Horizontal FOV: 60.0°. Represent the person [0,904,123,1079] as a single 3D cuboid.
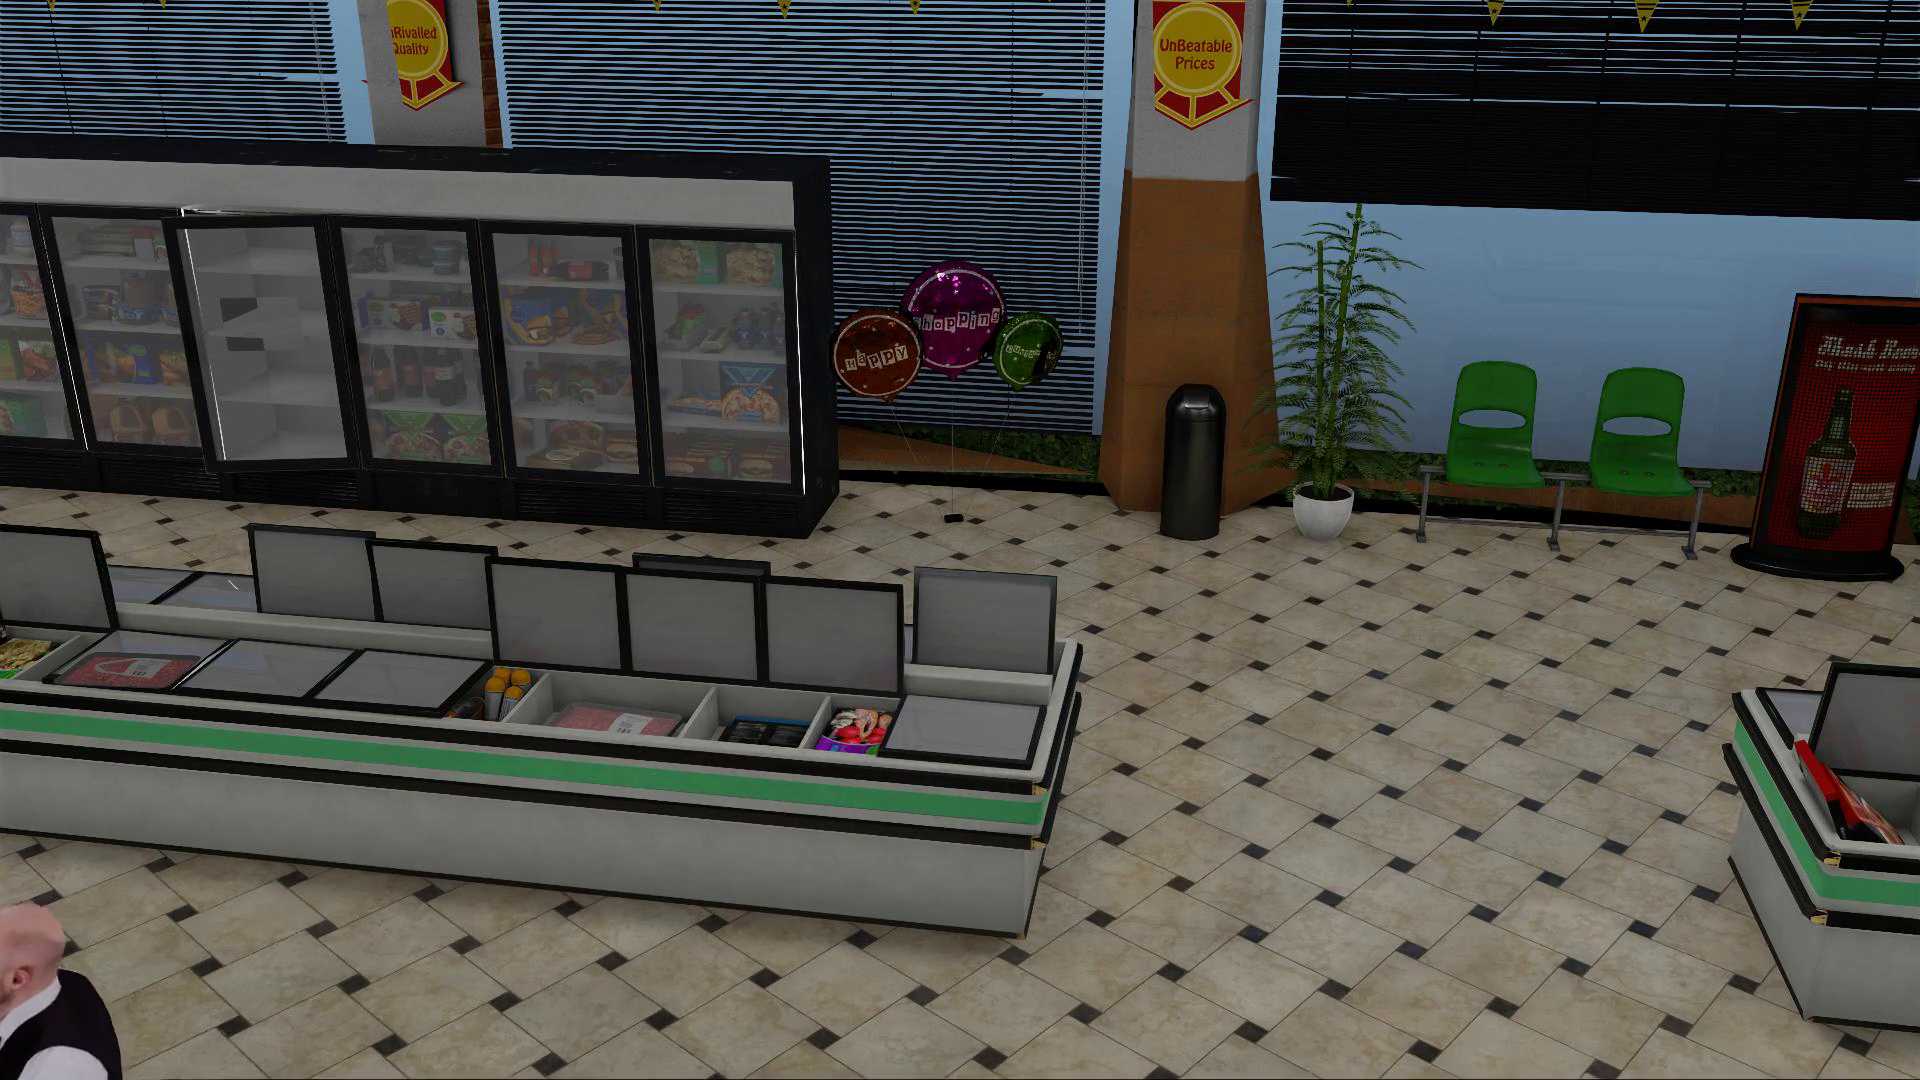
[{"bbox_3d":[-2.085,1.685,4.153,1.273,1.788,1.197,-14,26,-31],"label":"person"}]
